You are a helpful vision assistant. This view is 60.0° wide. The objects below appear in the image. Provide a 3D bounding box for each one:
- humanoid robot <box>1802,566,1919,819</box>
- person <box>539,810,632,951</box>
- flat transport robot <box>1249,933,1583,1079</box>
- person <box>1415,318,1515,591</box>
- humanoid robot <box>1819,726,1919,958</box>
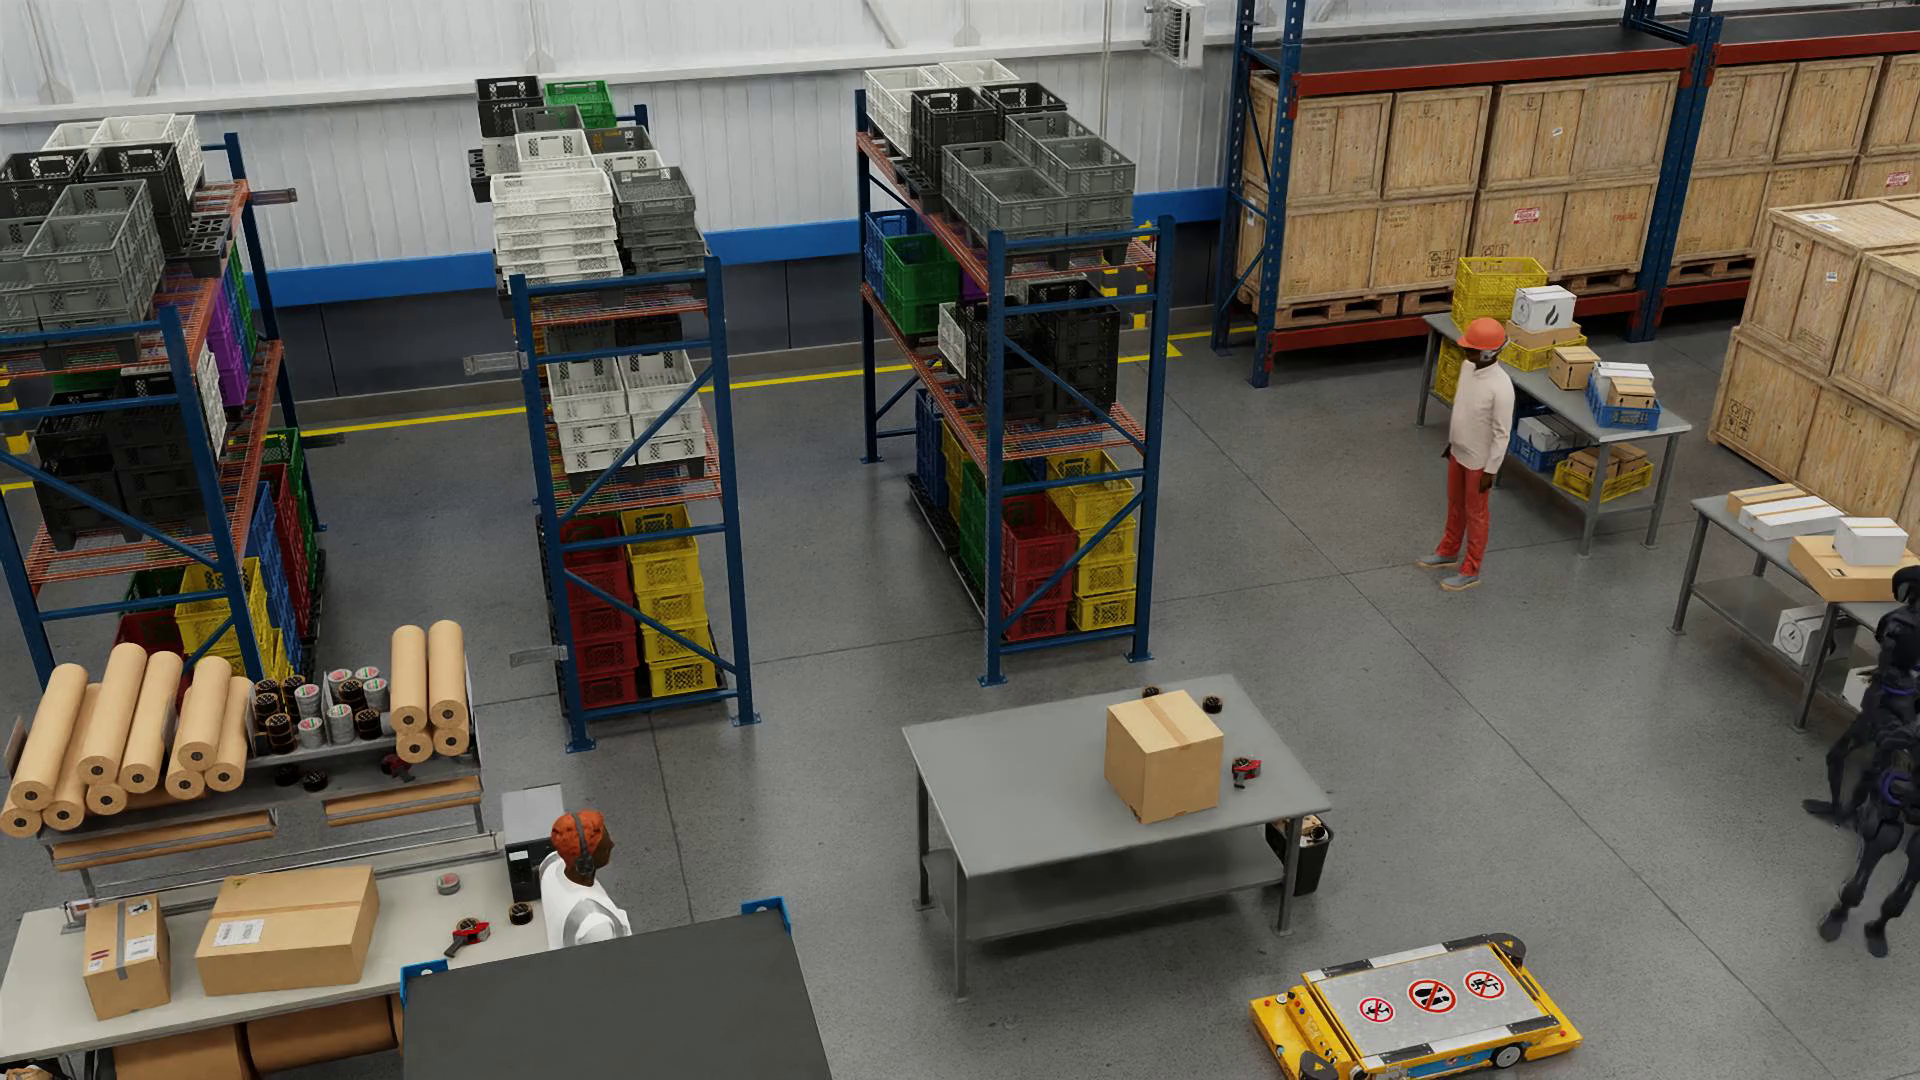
[{"bbox_3d":[5.071,0.840,9.163,0.645,1.642,0.479,-18,33,-29],"label":"humanoid robot"},{"bbox_3d":[-1.515,1.914,7.001,0.346,1.882,0.582,-18,33,-29],"label":"person"},{"bbox_3d":[2.184,2.282,7.980,1.431,0.197,0.652,-8,30,-14],"label":"flat transport robot"},{"bbox_3d":[3.517,-0.591,11.450,0.388,1.991,0.610,-6,29,-11],"label":"person"},{"bbox_3d":[4.667,1.412,8.154,0.620,1.630,0.500,16,33,26],"label":"humanoid robot"}]
